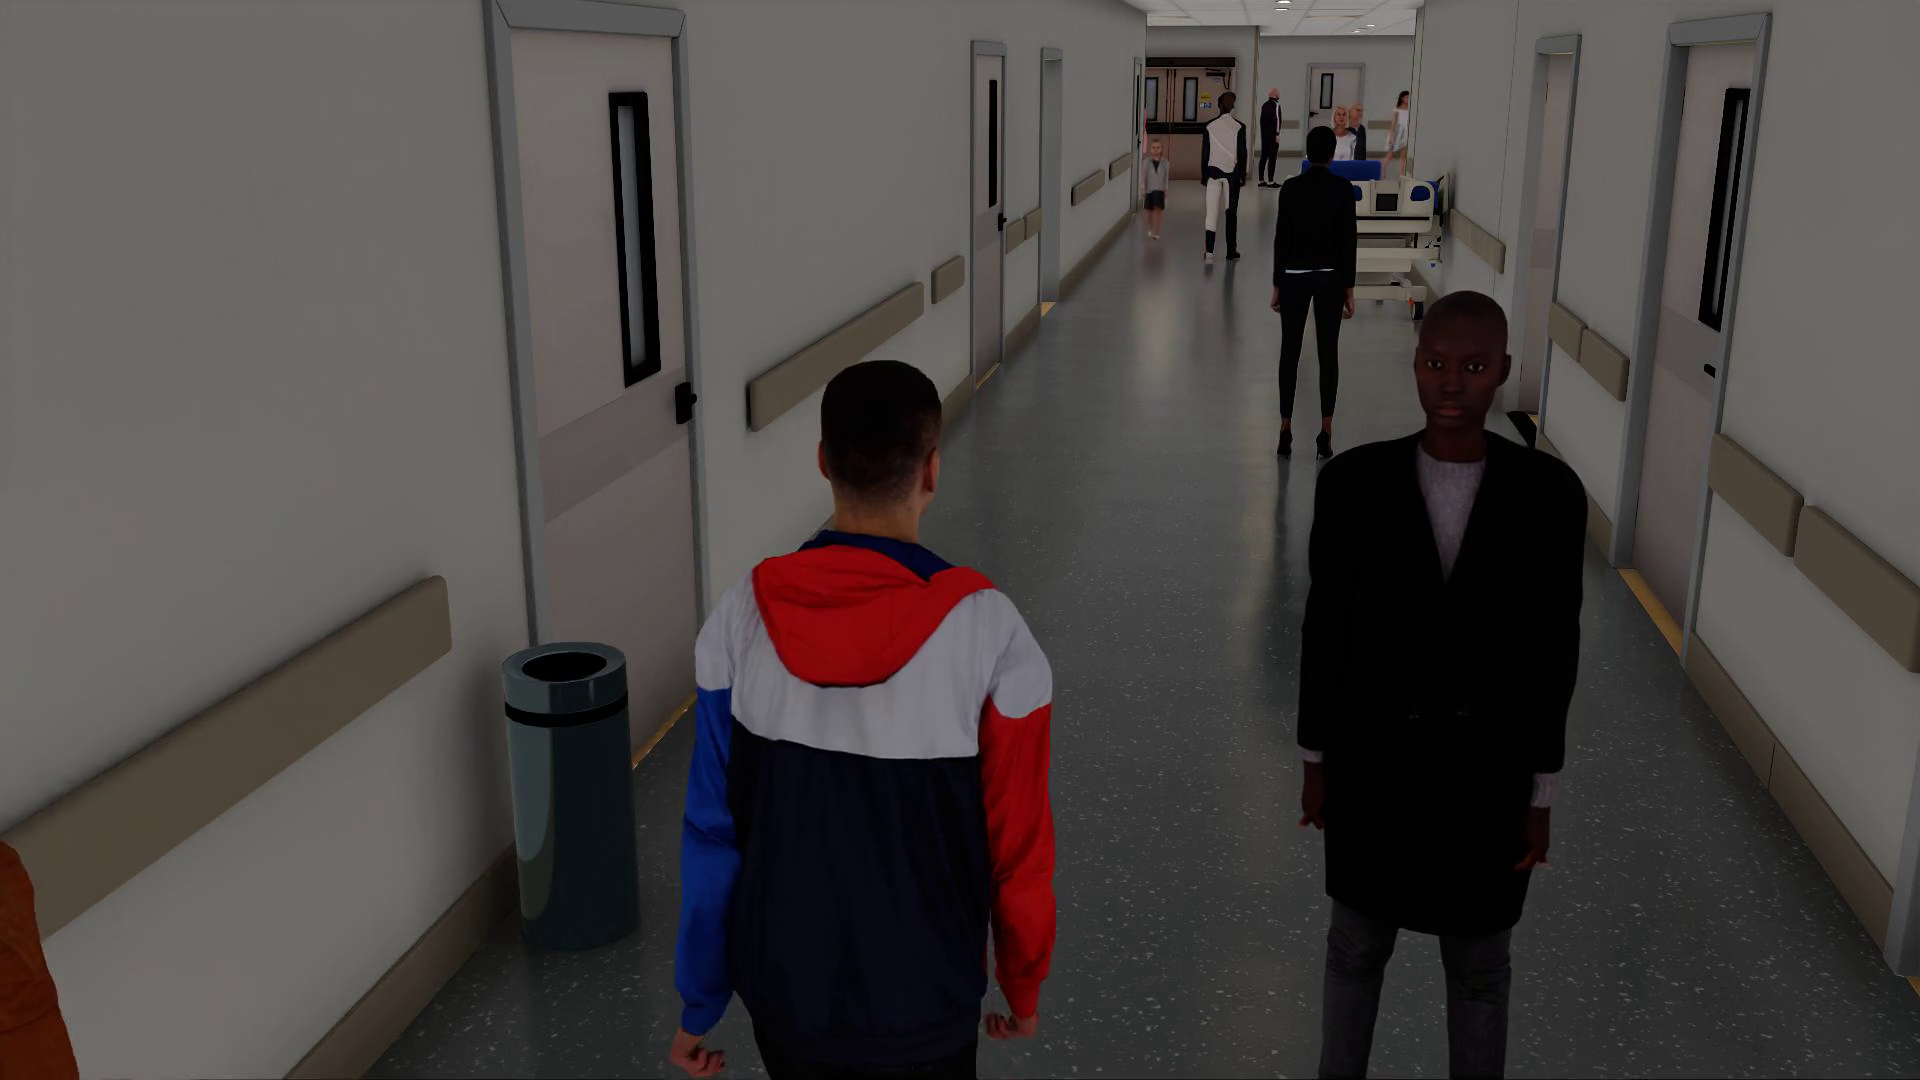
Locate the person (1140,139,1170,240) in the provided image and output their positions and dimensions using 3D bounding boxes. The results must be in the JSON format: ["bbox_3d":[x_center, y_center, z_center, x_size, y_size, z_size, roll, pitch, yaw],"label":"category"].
[{"bbox_3d":[2.536,-4.558,21.632,0.789,1.259,0.574,3,16,10],"label":"person"}]

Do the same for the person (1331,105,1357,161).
[{"bbox_3d":[4.366,-4.156,19.310,0.538,1.751,0.681,-2,16,-8],"label":"person"}]

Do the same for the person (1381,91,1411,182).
[{"bbox_3d":[8.173,-7.472,31.102,1.172,1.736,1.029,-5,17,-18],"label":"person"}]

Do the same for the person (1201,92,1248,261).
[{"bbox_3d":[3.052,-4.224,19.292,0.552,1.892,0.770,5,16,16],"label":"person"}]

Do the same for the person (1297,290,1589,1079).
[{"bbox_3d":[0.878,0.416,3.076,0.523,1.761,0.716,5,16,16],"label":"person"}]

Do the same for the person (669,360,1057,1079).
[{"bbox_3d":[-0.155,0.651,2.284,0.583,1.739,0.747,3,16,11],"label":"person"}]

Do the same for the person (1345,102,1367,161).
[{"bbox_3d":[5.368,-5.149,22.884,0.640,1.724,0.755,-6,17,-20],"label":"person"}]

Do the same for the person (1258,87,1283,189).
[{"bbox_3d":[5.815,-7.554,31.208,0.775,1.836,0.763,-7,17,-22],"label":"person"}]

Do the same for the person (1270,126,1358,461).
[{"bbox_3d":[1.960,-1.368,9.270,0.497,1.834,0.700,5,16,17],"label":"person"}]
